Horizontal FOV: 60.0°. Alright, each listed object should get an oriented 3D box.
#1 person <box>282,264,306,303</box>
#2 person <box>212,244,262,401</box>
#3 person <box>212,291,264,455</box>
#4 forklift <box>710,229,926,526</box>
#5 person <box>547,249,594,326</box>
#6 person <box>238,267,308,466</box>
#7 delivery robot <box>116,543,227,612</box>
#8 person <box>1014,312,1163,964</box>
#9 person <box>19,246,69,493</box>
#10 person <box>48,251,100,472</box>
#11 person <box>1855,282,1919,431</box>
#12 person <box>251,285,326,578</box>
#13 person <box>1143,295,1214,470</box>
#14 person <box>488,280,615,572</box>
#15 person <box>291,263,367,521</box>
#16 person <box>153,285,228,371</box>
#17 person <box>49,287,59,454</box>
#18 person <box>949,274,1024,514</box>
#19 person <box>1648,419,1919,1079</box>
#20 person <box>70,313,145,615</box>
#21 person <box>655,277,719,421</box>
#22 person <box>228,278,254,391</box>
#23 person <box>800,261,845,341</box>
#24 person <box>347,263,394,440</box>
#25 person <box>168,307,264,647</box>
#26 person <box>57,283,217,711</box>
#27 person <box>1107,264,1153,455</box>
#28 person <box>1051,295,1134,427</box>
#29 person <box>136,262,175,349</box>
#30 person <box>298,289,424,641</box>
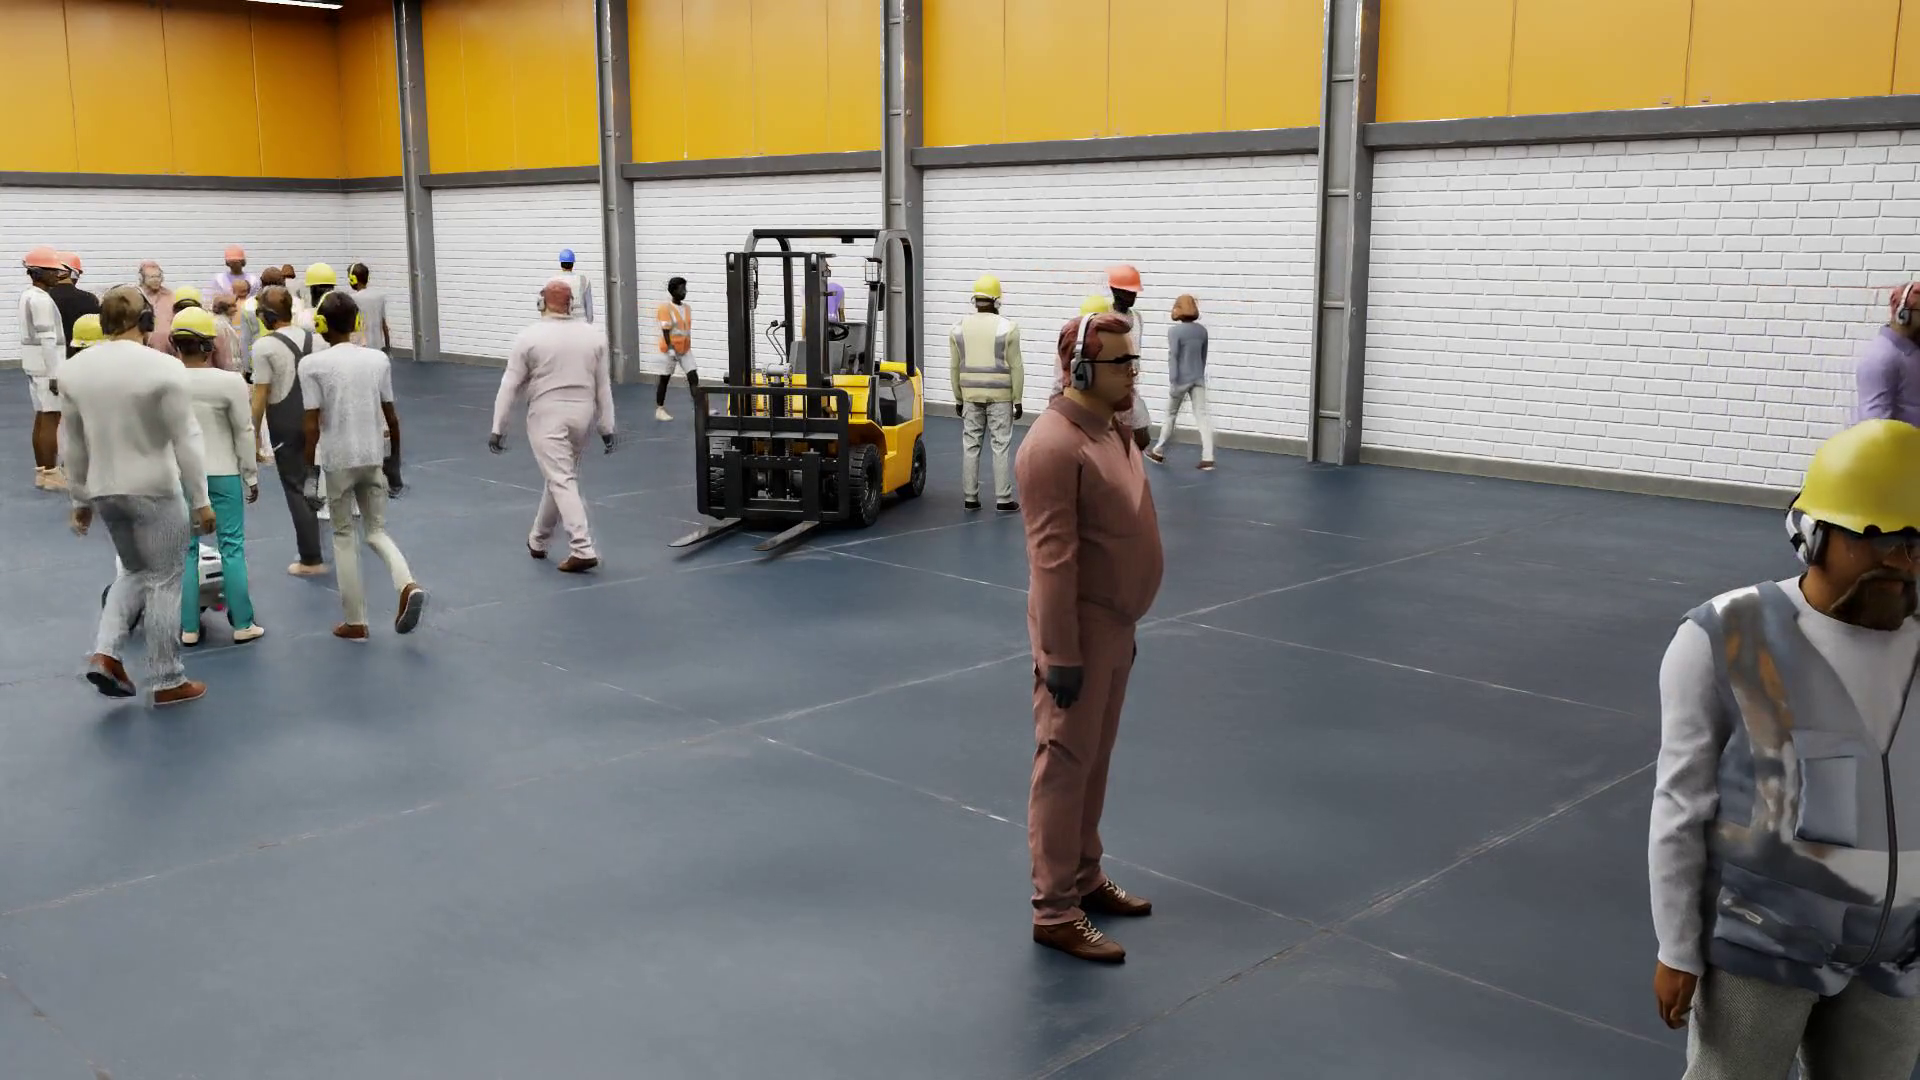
[{"bbox_3d":[-11.645,-3.977,28.946,0.507,1.630,0.268,-5,12,-27],"label":"person"},{"bbox_3d":[-9.375,-2.835,21.675,0.611,2.023,0.853,-2,11,-10],"label":"person"},{"bbox_3d":[-7.158,-1.596,16.060,0.811,1.604,0.522,-4,11,-20],"label":"person"},{"bbox_3d":[-1.050,-1.319,12.920,1.214,2.155,2.313,2,11,13],"label":"forklift"},{"bbox_3d":[-5.119,-2.837,21.862,0.602,1.949,0.392,-4,11,-20],"label":"person"},{"bbox_3d":[-6.324,-1.607,15.454,0.636,1.840,0.429,-3,11,-18],"label":"person"},{"bbox_3d":[-4.213,0.175,8.987,0.707,0.478,0.477,6,12,30],"label":"delivery robot"},{"bbox_3d":[0.403,0.277,4.997,0.408,1.909,0.638,4,11,20],"label":"person"},{"bbox_3d":[-7.601,-1.421,13.893,0.394,2.040,0.610,-8,13,-37],"label":"person"},{"bbox_3d":[-8.009,-1.606,15.050,0.608,1.987,0.388,0,10,-3],"label":"person"},{"bbox_3d":[5.001,-0.437,8.942,0.665,1.889,0.473,-9,14,-42],"label":"person"},{"bbox_3d":[-4.198,-0.671,10.394,0.569,1.821,0.540,5,12,27],"label":"person"},{"bbox_3d":[2.063,-1.448,15.292,0.520,1.584,0.867,-7,12,-32],"label":"person"},{"bbox_3d":[-2.624,-0.735,10.707,0.757,1.840,1.014,-9,14,-42],"label":"person"},{"bbox_3d":[-4.743,-1.101,12.485,0.407,1.921,0.611,10,14,42],"label":"person"},{"bbox_3d":[-6.050,-1.127,13.102,0.553,1.729,0.820,-6,12,-31],"label":"person"},{"bbox_3d":[-8.676,-1.765,16.096,0.548,1.919,0.637,8,13,37],"label":"person"},{"bbox_3d":[0.219,-1.109,12.760,0.590,1.833,0.404,4,11,21],"label":"person"},{"bbox_3d":[1.507,0.698,2.916,0.588,1.830,0.404,0,10,0],"label":"person"},{"bbox_3d":[-4.659,-0.410,9.290,0.533,1.710,0.510,6,12,29],"label":"person"},{"bbox_3d":[-3.174,-2.156,18.949,0.868,1.655,0.542,8,13,36],"label":"person"},{"bbox_3d":[-8.592,-2.332,19.998,0.533,1.626,0.594,1,10,4],"label":"person"},{"bbox_3d":[-1.649,-2.449,20.045,0.571,1.838,0.372,-5,11,-25],"label":"person"},{"bbox_3d":[-6.290,-1.965,17.413,0.795,1.833,0.557,6,12,29],"label":"person"},{"bbox_3d":[-3.939,-0.325,8.672,0.533,1.765,0.326,-2,11,-12],"label":"person"},{"bbox_3d":[-3.697,-0.185,7.481,0.659,1.916,0.463,3,11,16],"label":"person"},{"bbox_3d":[1.220,-1.136,12.672,0.535,1.914,0.425,-7,13,-34],"label":"person"},{"bbox_3d":[0.845,-0.707,10.817,0.533,1.745,0.676,2,11,13],"label":"person"},{"bbox_3d":[-8.088,-1.871,16.863,1.015,1.852,0.671,9,14,40],"label":"person"},{"bbox_3d":[-3.123,-0.364,8.644,0.573,1.858,0.538,9,14,41],"label":"person"}]
